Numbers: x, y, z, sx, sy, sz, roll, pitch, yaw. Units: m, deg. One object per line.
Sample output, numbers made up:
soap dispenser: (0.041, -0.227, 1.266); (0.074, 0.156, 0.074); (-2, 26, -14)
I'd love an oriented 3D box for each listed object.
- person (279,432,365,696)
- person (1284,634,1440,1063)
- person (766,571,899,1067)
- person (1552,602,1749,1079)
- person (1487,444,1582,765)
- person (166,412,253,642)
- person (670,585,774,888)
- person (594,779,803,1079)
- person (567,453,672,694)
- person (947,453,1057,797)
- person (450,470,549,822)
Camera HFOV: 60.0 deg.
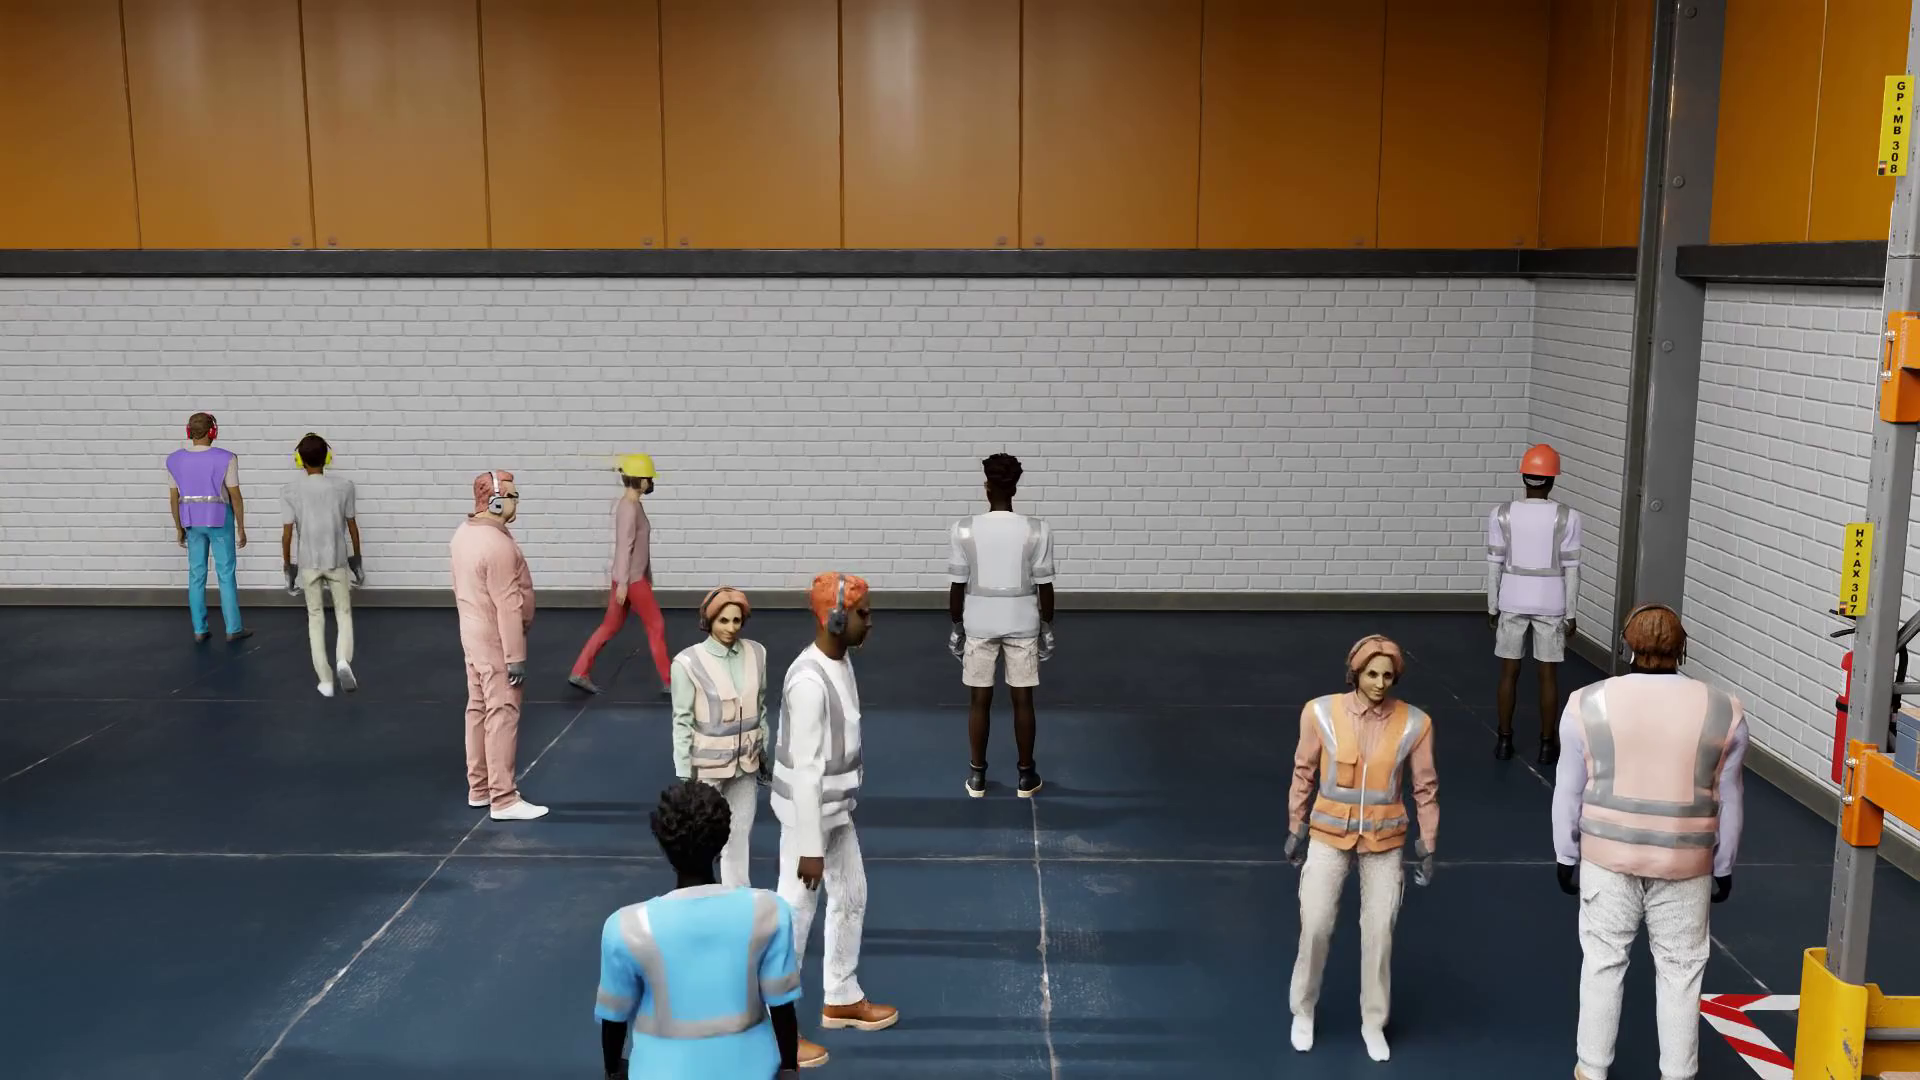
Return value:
person: (-4.401, 0.187, 11.505); (0.538, 1.857, 0.509); (-4, 10, -24)
person: (1.526, 1.162, 6.338); (0.561, 1.630, 0.364); (1, 10, 9)
person: (-0.501, 1.045, 6.355); (0.649, 1.859, 0.686); (1, 10, 7)
person: (2.438, 1.131, 5.935); (0.628, 1.838, 0.429); (3, 10, 19)
person: (3.458, 0.389, 10.048); (0.543, 1.939, 0.360); (5, 11, 26)
person: (-5.979, -0.093, 13.231); (0.565, 1.840, 0.390); (0, 9, -2)
person: (-1.035, 1.004, 7.264); (0.312, 1.638, 0.512); (9, 13, 43)
person: (-0.706, 1.462, 4.506); (0.538, 1.640, 0.890); (-4, 10, -22)
person: (-2.322, 0.248, 11.565); (0.915, 1.720, 0.533); (-2, 10, -13)
person: (0.237, 0.485, 9.388); (0.613, 1.965, 0.361); (1, 9, 4)
person: (-2.509, 0.568, 9.075); (0.401, 1.907, 0.646); (-7, 12, -36)
